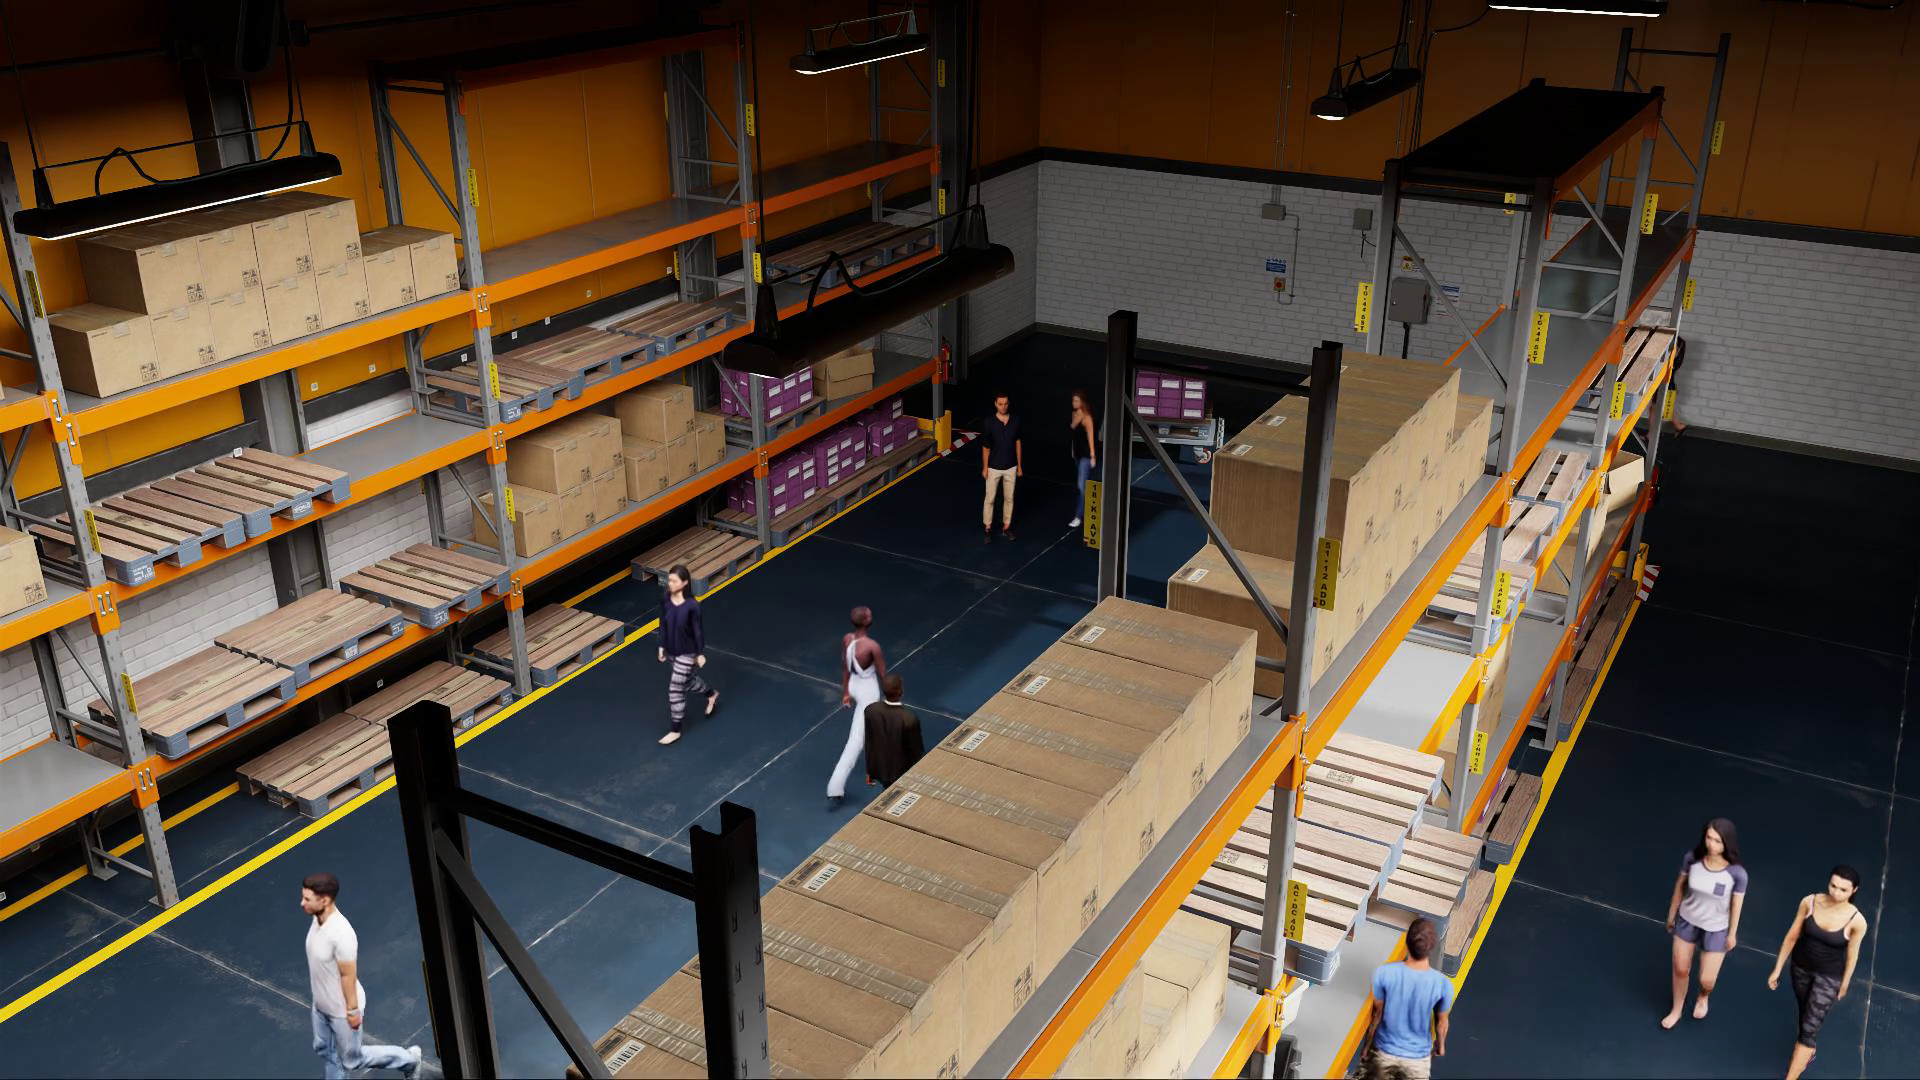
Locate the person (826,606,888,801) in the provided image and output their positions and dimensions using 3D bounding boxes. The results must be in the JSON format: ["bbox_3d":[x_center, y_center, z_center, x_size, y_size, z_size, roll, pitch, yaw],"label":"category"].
[{"bbox_3d":[-0.896,1.451,14.415,0.817,1.733,1.234,22,32,40],"label":"person"}]

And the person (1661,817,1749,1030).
[{"bbox_3d":[5.247,2.670,11.670,0.685,1.698,0.701,20,31,39],"label":"person"}]

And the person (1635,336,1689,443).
[{"bbox_3d":[9.659,-2.050,22.658,0.620,1.546,0.802,11,26,24],"label":"person"}]

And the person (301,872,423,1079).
[{"bbox_3d":[-3.963,2.961,10.829,1.114,1.838,0.888,-18,30,-36],"label":"person"}]

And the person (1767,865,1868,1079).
[{"bbox_3d":[5.779,2.886,11.172,1.103,1.700,0.823,-18,30,-36],"label":"person"}]

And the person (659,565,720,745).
[{"bbox_3d":[-2.540,0.999,15.488,0.670,1.701,1.078,16,28,32],"label":"person"}]

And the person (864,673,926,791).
[{"bbox_3d":[-0.557,1.914,13.306,0.700,1.773,1.120,12,26,25],"label":"person"}]

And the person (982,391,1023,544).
[{"bbox_3d":[0.488,-0.878,19.586,0.699,1.858,0.750,-5,24,-12],"label":"person"}]

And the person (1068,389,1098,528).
[{"bbox_3d":[1.534,-1.042,20.164,1.022,1.696,0.971,-6,24,-14],"label":"person"}]

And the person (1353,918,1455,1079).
[{"bbox_3d":[2.743,3.185,10.293,0.758,1.857,0.729,6,24,14],"label":"person"}]
